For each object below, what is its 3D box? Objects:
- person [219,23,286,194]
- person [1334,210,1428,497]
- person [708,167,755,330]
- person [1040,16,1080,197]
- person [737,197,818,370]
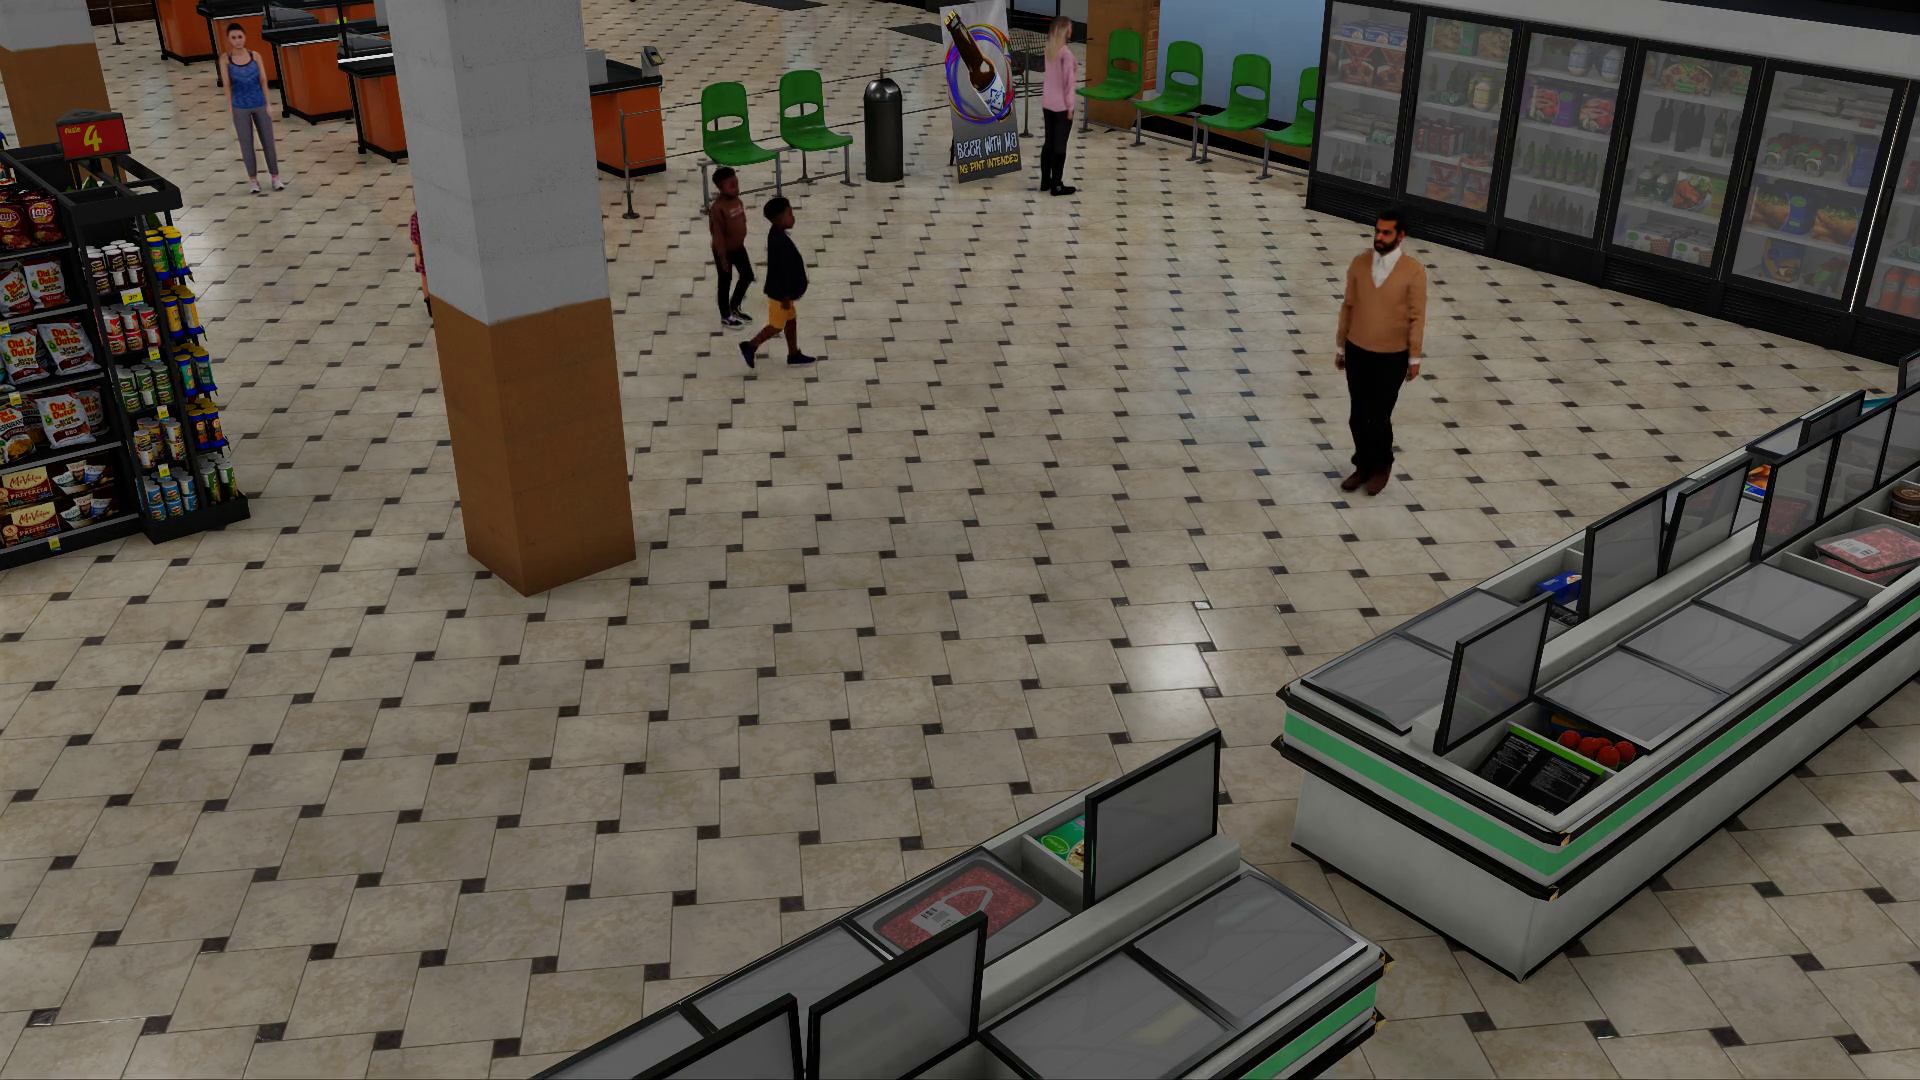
[{"bbox_3d":[-6.895,-4.200,16.156,0.534,1.609,0.655,-14,30,-25],"label":"person"},{"bbox_3d":[2.535,-1.126,9.948,0.723,1.743,0.680,20,33,34],"label":"person"},{"bbox_3d":[-1.812,-2.223,12.657,0.642,1.247,0.505,17,31,29],"label":"person"},{"bbox_3d":[0.936,-4.191,16.052,0.604,1.687,0.638,-14,30,-25],"label":"person"},{"bbox_3d":[-1.334,-1.802,11.818,0.881,1.256,0.712,-7,28,-14],"label":"person"}]
